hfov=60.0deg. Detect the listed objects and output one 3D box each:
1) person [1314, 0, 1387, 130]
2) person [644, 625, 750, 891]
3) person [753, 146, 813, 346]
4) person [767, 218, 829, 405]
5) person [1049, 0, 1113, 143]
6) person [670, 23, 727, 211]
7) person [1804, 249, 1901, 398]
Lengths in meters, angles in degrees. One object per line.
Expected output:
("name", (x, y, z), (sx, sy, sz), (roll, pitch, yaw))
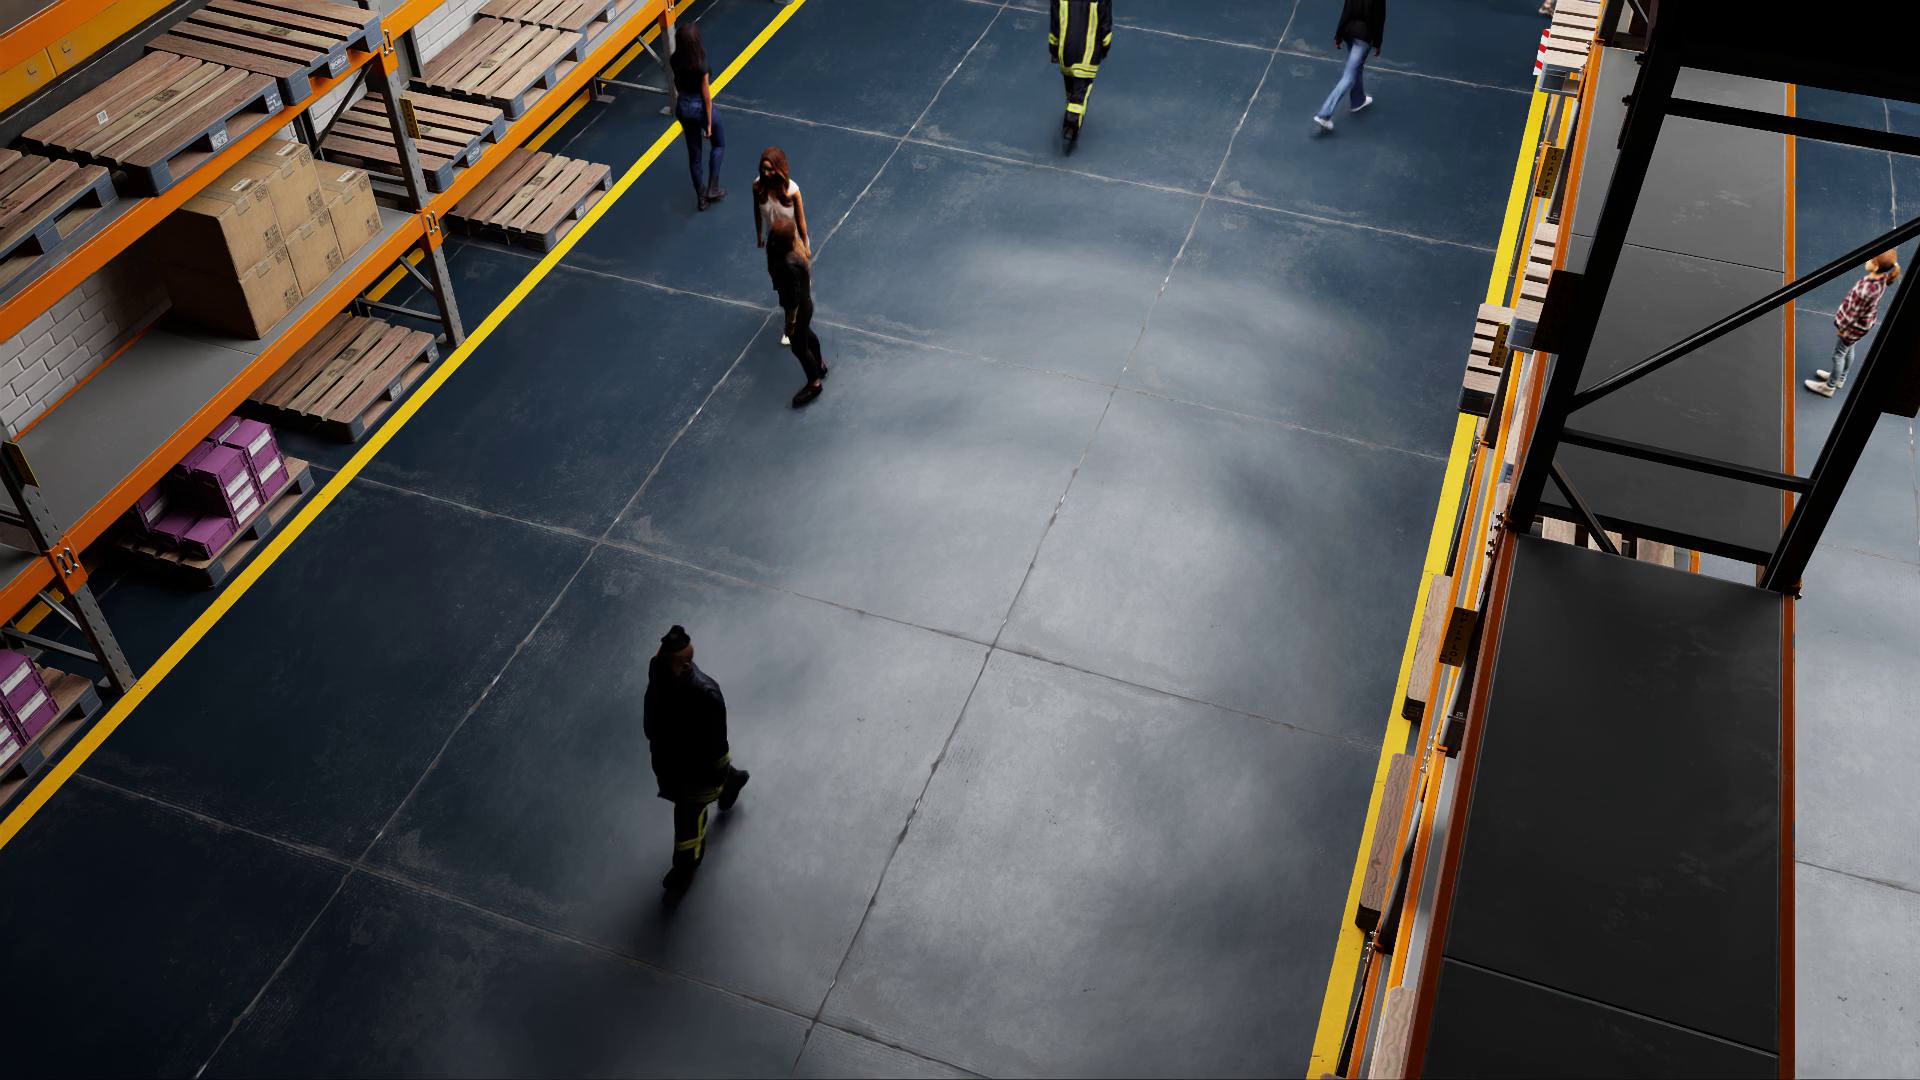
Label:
("person", (3.707, -4.702, 15.703), (1.239, 1.713, 0.983), (-31, 52, -28))
("person", (-1.493, 1.135, 9.487), (1.205, 1.837, 1.018), (-35, 53, -31))
("person", (-1.346, -2.407, 13.263), (0.611, 1.757, 0.875), (18, 46, 18))
("person", (-1.196, -1.805, 12.691), (0.962, 1.674, 0.804), (2, 44, 2))
("person", (1.111, -4.593, 15.537), (0.784, 1.786, 1.194), (11, 45, 11))
("person", (-2.354, -3.675, 14.617), (0.559, 1.725, 0.572), (14, 45, 14))
("person", (6.924, -1.686, 12.834), (0.653, 1.305, 0.549), (34, 53, 30))
